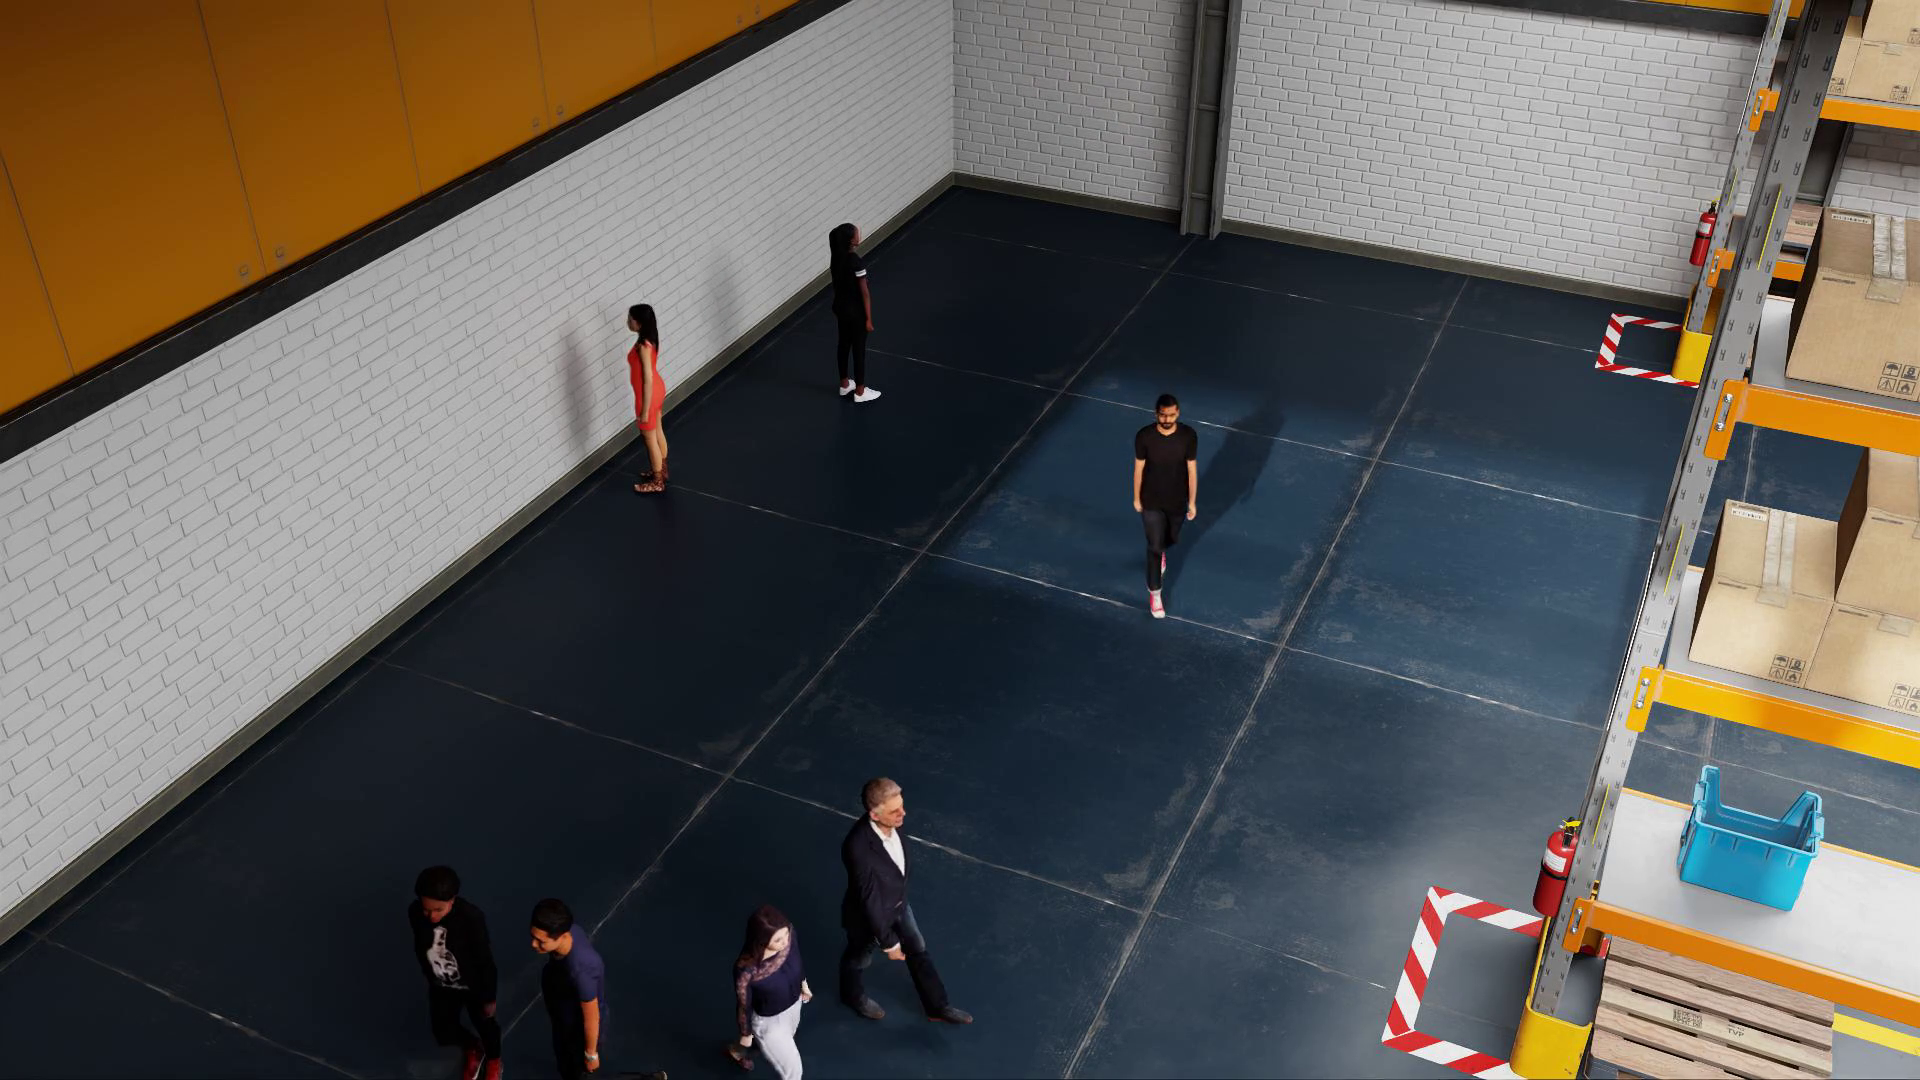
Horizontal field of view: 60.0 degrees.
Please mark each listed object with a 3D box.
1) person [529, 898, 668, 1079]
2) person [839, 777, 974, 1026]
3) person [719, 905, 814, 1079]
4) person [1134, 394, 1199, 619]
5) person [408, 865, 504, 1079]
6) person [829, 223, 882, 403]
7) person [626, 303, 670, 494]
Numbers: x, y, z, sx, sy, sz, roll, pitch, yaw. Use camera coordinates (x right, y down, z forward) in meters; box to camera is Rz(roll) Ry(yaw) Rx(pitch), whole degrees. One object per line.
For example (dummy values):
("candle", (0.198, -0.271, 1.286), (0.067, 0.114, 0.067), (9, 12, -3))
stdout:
("person", (-1.836, 2.428, 8.410), (0.931, 1.769, 0.920), (-20, 38, -27))
("person", (-0.529, 1.966, 9.089), (1.056, 1.787, 0.747), (19, 38, 26))
("person", (-0.999, 2.421, 8.584), (0.992, 1.590, 0.652), (13, 36, 19))
("person", (1.552, -0.357, 12.623), (1.134, 1.743, 1.058), (-4, 34, -6))
("person", (-2.598, 2.259, 8.768), (0.630, 1.655, 0.744), (2, 34, 4))
("person", (-0.992, -2.096, 15.253), (0.754, 1.729, 0.642), (-27, 42, -35))
("person", (-2.602, -1.194, 13.905), (0.714, 1.718, 0.693), (0, 34, 1))
